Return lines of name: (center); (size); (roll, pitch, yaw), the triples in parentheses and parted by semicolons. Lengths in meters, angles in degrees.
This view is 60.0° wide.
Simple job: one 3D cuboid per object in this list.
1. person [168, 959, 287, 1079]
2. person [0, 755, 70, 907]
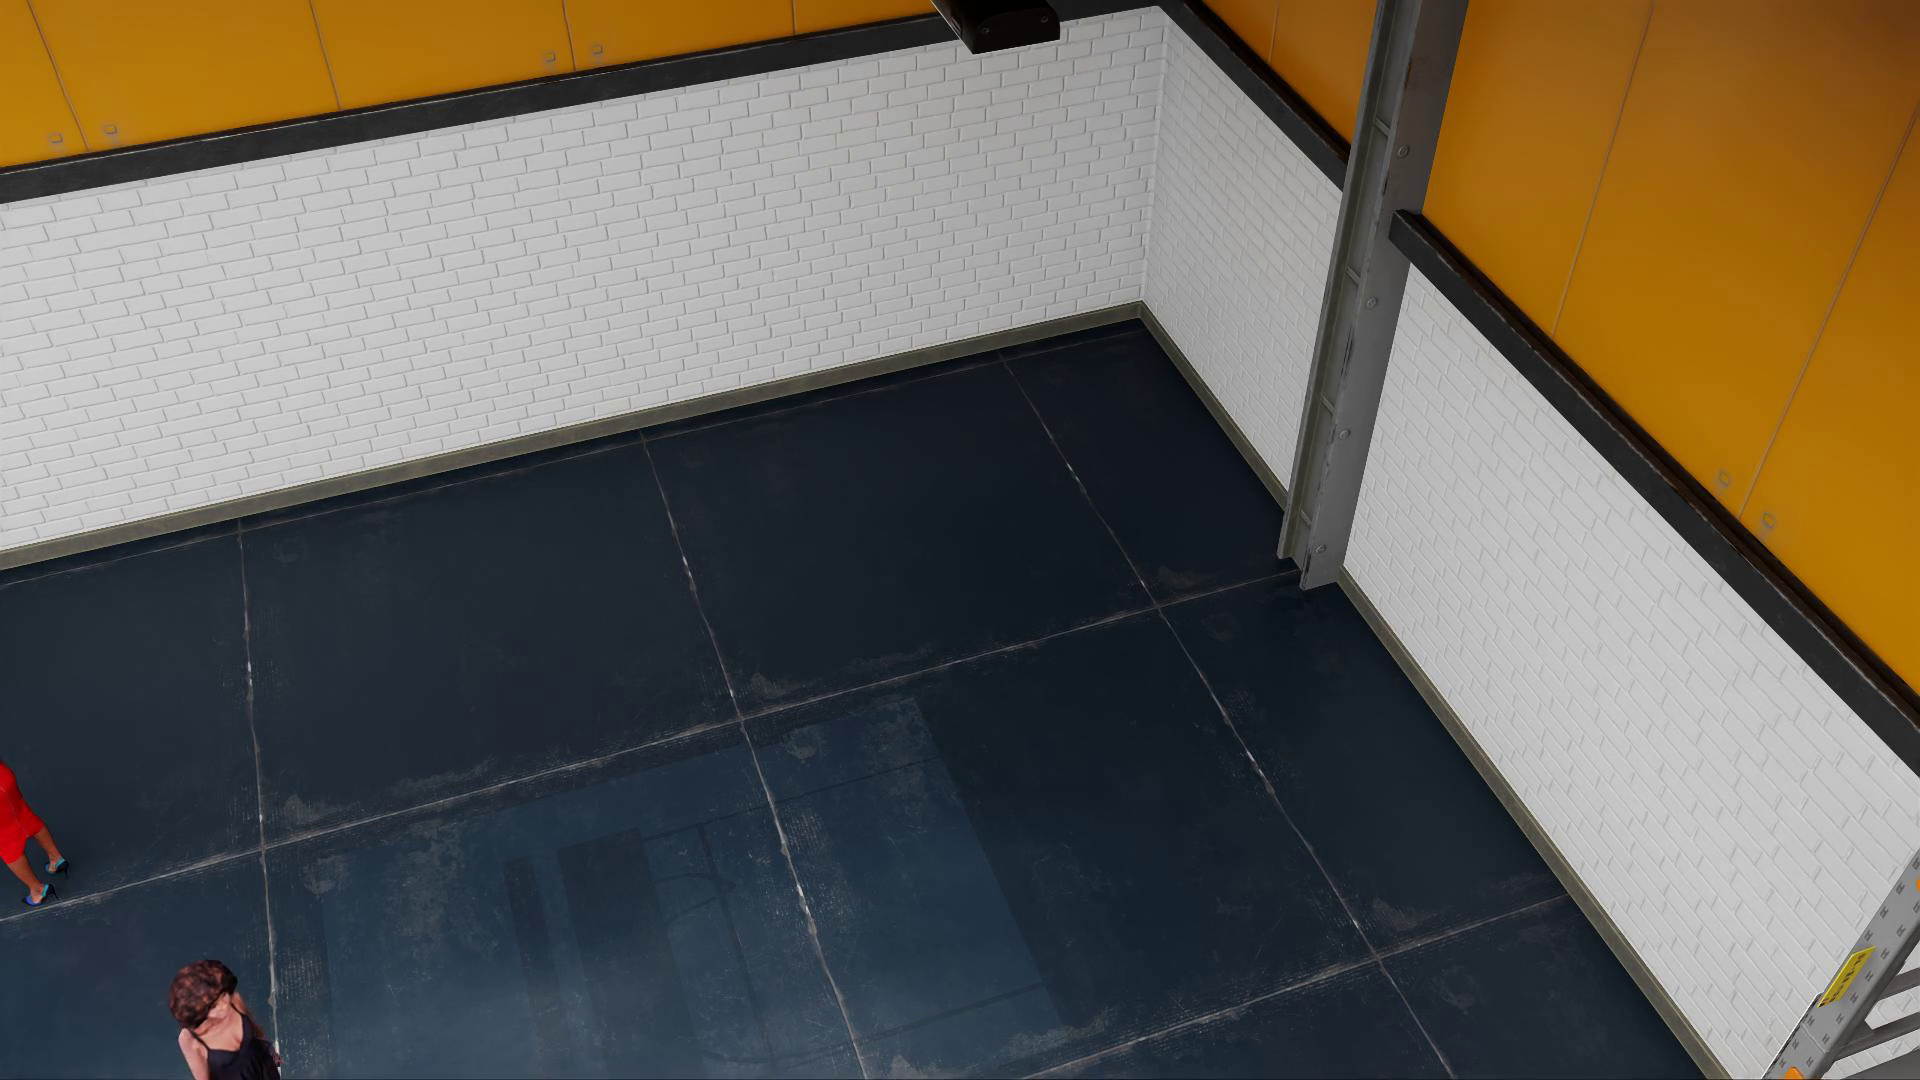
person: (-3.564, 2.610, 8.093); (0.841, 1.778, 0.793); (15, 46, 15)
person: (-5.451, 1.443, 9.343); (0.706, 1.744, 0.595); (8, 44, 8)
